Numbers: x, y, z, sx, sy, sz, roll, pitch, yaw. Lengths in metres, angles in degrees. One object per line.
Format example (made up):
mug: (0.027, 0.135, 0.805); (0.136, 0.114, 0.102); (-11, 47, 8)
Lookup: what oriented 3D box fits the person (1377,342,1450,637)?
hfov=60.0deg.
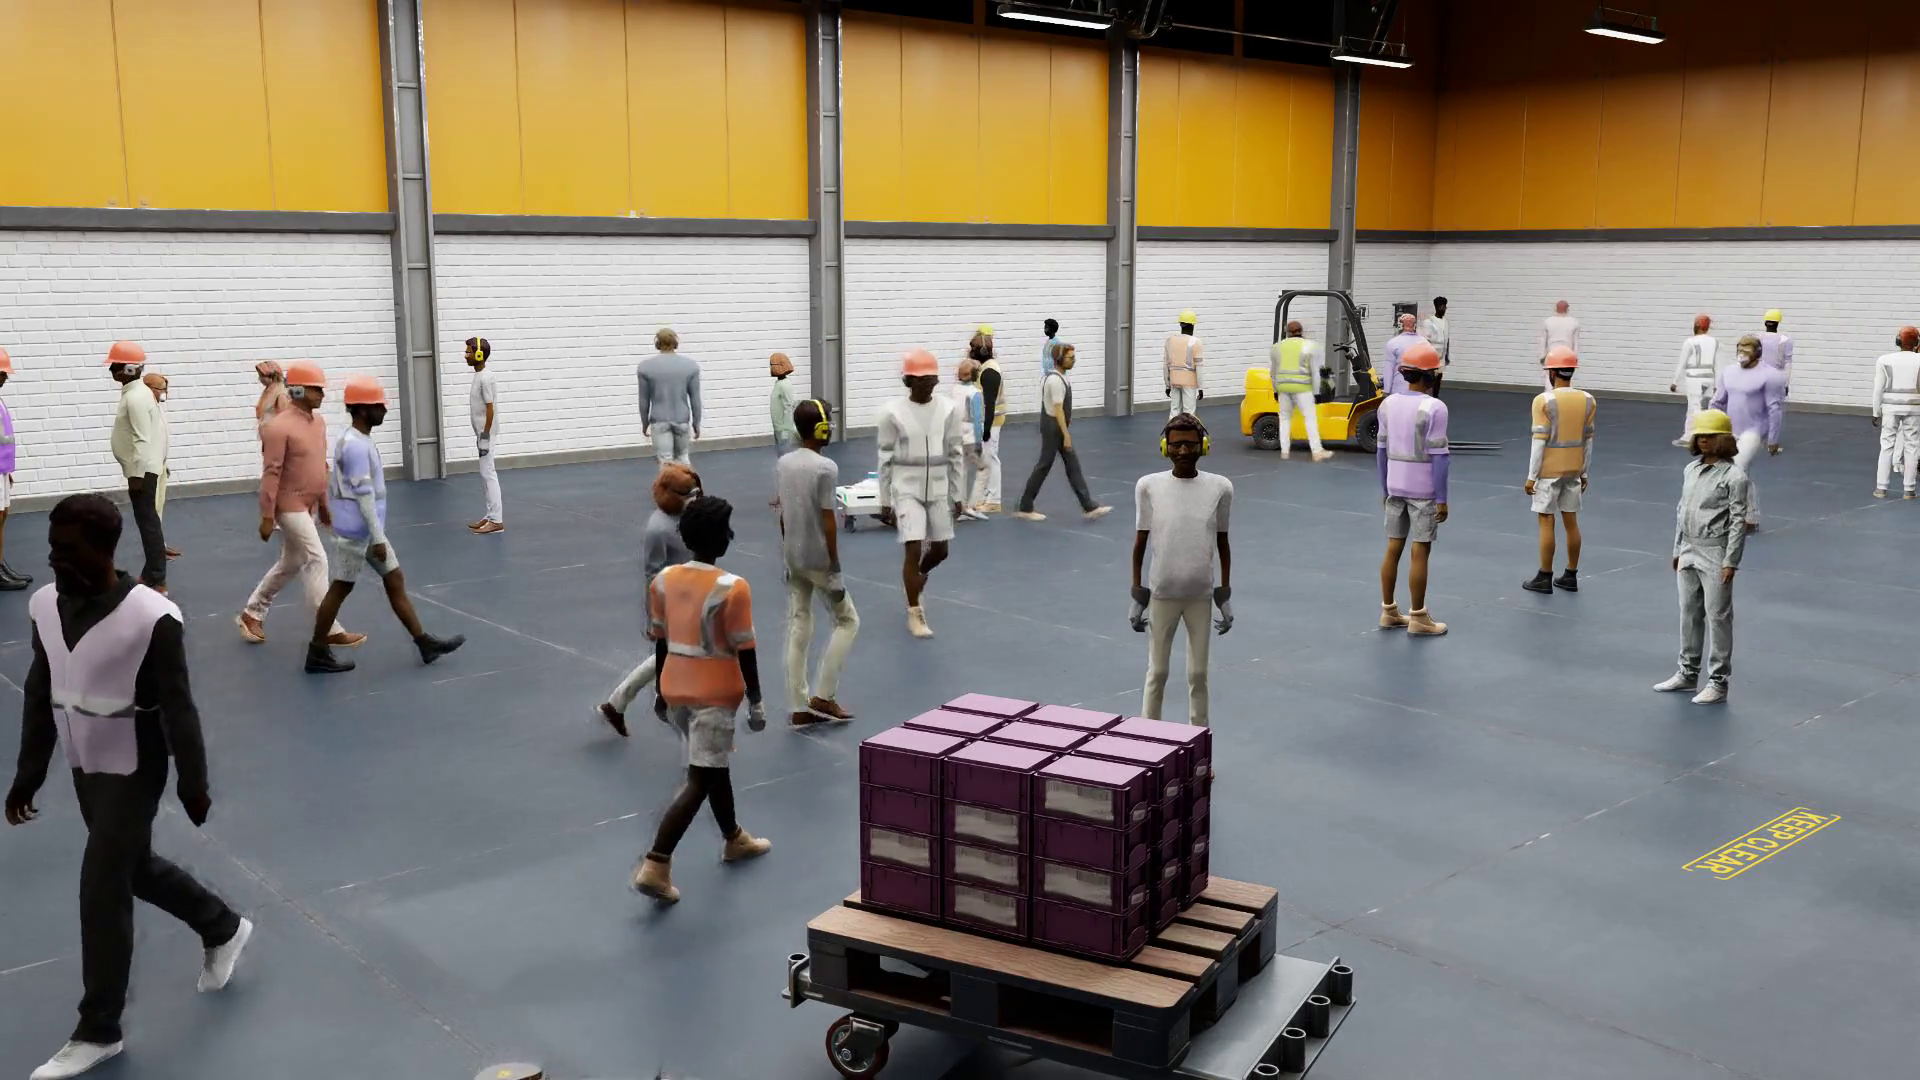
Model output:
person: (3.168, -0.351, 11.578); (0.367, 2.048, 0.609); (-6, 11, -31)

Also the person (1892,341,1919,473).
person: (11.625, -1.620, 20.202); (0.523, 1.638, 0.310); (1, 10, 5)

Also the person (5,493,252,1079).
person: (-2.790, 0.754, 5.606); (0.589, 1.887, 0.908); (5, 11, 27)

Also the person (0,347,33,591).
person: (-7.620, -0.565, 13.179); (0.373, 1.928, 0.543); (-3, 10, -19)

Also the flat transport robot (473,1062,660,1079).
flat transport robot: (-1.059, 1.773, 4.332); (0.652, 0.197, 1.431); (-1, 10, -5)

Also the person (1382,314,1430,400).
person: (5.707, -1.946, 21.358); (0.645, 1.903, 0.401); (-3, 10, -18)

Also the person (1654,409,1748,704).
person: (4.416, 0.099, 9.854); (0.338, 1.749, 0.494); (-3, 10, -18)

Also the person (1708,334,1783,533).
person: (7.266, -0.966, 15.599); (0.911, 1.900, 0.643); (-4, 11, -23)

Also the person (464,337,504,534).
person: (-4.556, -0.995, 15.865); (0.329, 1.873, 0.515); (-4, 10, -20)

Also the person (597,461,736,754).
person: (-1.589, 0.351, 8.795); (0.754, 1.589, 0.525); (2, 10, 10)

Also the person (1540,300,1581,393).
person: (10.339, -3.193, 28.683); (0.646, 1.891, 0.448); (4, 10, 21)

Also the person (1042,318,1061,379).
person: (1.419, -2.545, 25.473); (0.321, 1.690, 0.536); (-2, 10, -14)

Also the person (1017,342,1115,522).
person: (1.016, -1.047, 16.398); (0.988, 1.787, 0.534); (2, 10, 12)

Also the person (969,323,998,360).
person: (0.280, -2.036, 22.328); (0.581, 1.753, 0.531); (-9, 13, -43)

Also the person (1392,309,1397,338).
person: (6.356, -2.384, 23.908); (0.421, 1.898, 0.693); (1, 10, 3)

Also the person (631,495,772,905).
person: (-1.091, 0.643, 6.891); (0.539, 1.663, 0.855); (8, 12, 38)

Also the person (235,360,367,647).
person: (-4.540, -0.234, 11.193); (0.909, 1.958, 0.615); (0, 10, 1)

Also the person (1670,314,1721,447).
person: (10.118, -2.143, 22.658); (0.570, 1.857, 0.899); (-4, 11, -23)

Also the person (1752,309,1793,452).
person: (10.889, -2.148, 22.444); (0.589, 1.927, 0.387); (6, 12, 33)

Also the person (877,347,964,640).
person: (-0.298, -0.353, 11.683); (0.611, 2.026, 0.734); (-3, 10, -20)

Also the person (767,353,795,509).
person: (-1.866, -1.138, 17.391); (0.268, 1.632, 0.509); (-3, 10, -16)

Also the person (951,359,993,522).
person: (0.113, -0.982, 16.495); (0.417, 1.628, 0.525); (-7, 12, -36)

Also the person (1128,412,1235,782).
person: (1.114, 0.290, 8.343); (0.532, 1.870, 0.316); (0, 10, 2)

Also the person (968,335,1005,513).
person: (0.246, -1.201, 17.199); (0.430, 1.835, 0.621); (-1, 10, -8)

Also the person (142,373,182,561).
person: (-6.985, -0.636, 14.450); (0.285, 1.633, 0.499); (-2, 10, -9)

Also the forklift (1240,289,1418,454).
forklift: (5.034, -2.339, 22.783); (2.313, 2.155, 1.214); (3, 10, 16)

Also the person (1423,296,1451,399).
person: (8.159, -3.189, 28.477); (0.609, 1.956, 0.402); (-6, 11, -31)

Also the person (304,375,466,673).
person: (-3.713, -0.093, 10.525); (1.010, 1.882, 0.566); (-2, 10, -14)

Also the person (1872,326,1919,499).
person: (10.252, -1.384, 18.102); (0.576, 1.884, 0.354); (5, 11, 27)

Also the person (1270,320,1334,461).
person: (4.408, -1.933, 21.554); (0.823, 1.810, 0.430); (6, 12, 33)

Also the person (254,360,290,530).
person: (-6.619, -0.920, 16.098); (0.310, 1.640, 0.514); (-9, 13, -43)

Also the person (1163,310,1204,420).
person: (2.966, -2.060, 21.935); (0.594, 1.924, 0.381); (8, 13, 40)

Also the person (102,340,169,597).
person: (-6.349, -0.543, 12.847); (0.375, 1.997, 0.609); (-5, 11, -26)

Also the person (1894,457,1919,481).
person: (11.513, -1.694, 19.459); (0.963, 2.000, 0.696); (3, 10, 17)

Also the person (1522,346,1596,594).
person: (4.675, -0.547, 13.049); (0.552, 1.933, 0.374); (-3, 10, -17)

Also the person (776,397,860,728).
person: (-0.777, 0.132, 9.307); (0.552, 1.853, 0.493); (9, 13, 43)

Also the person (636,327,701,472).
person: (-2.951, -1.190, 16.859); (0.627, 1.919, 0.515); (-4, 10, -20)

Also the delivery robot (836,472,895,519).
delivery robot: (-0.833, -0.411, 16.013); (0.707, 0.478, 0.477); (-3, 10, -19)
